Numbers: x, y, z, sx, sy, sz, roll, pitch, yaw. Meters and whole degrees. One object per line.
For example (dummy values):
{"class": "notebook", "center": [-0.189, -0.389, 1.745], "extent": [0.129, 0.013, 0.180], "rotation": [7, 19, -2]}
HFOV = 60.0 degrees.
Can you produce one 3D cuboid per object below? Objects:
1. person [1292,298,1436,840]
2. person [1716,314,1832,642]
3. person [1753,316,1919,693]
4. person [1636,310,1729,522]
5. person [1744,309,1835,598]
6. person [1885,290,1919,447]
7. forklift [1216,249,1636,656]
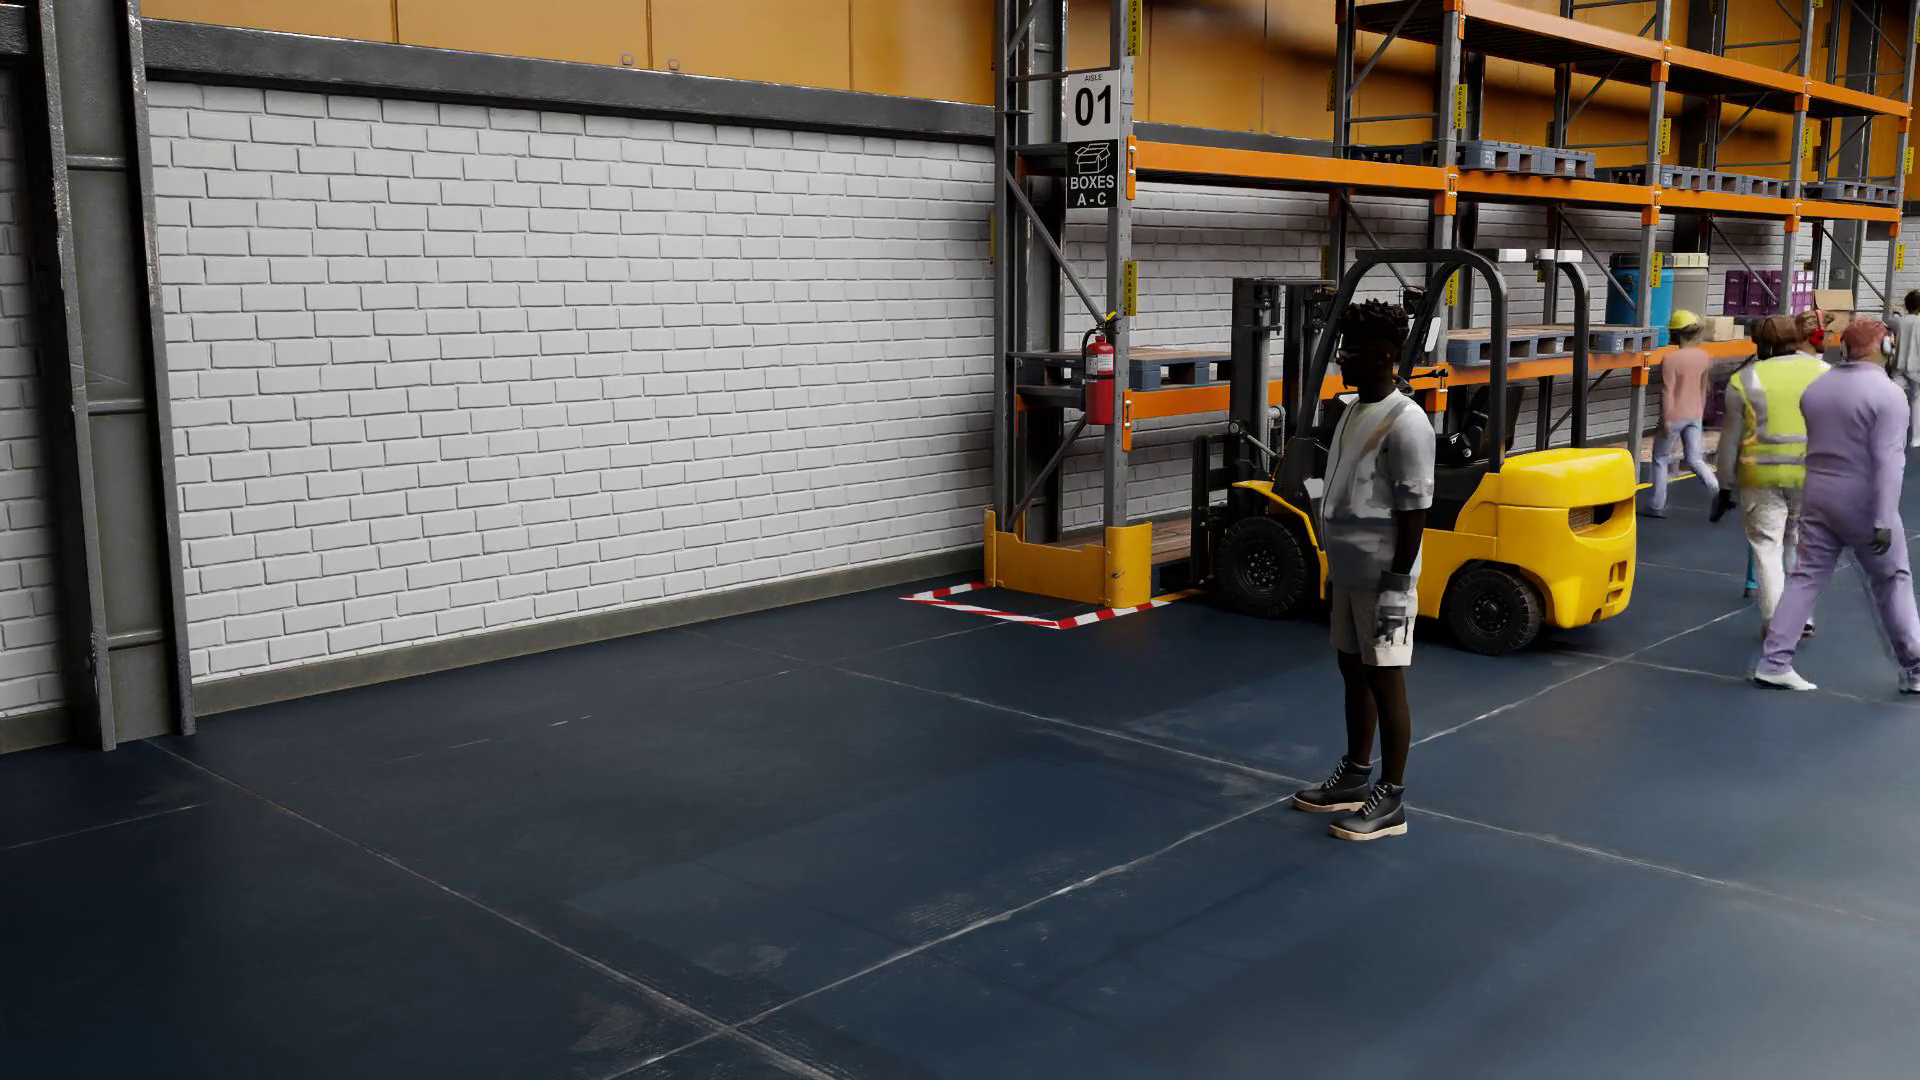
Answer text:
{"class": "person", "center": [1.494, 0.106, 6.092], "extent": [0.368, 1.966, 0.603], "rotation": [-2, 9, -10]}
{"class": "person", "center": [4.502, -0.321, 9.154], "extent": [0.654, 1.820, 0.444], "rotation": [2, 9, 10]}
{"class": "person", "center": [4.381, -0.161, 8.129], "extent": [0.982, 1.853, 0.655], "rotation": [-2, 10, -14]}
{"class": "person", "center": [5.941, -1.009, 13.583], "extent": [0.530, 1.737, 0.769], "rotation": [-4, 10, -23]}
{"class": "person", "center": [5.109, -0.501, 10.249], "extent": [0.409, 1.831, 0.574], "rotation": [1, 9, 5]}
{"class": "person", "center": [10.894, -1.951, 19.148], "extent": [0.985, 1.828, 0.536], "rotation": [-8, 12, -41]}
{"class": "forklift", "center": [2.710, -0.584, 9.626], "extent": [2.313, 2.155, 1.214], "rotation": [9, 13, 43]}
